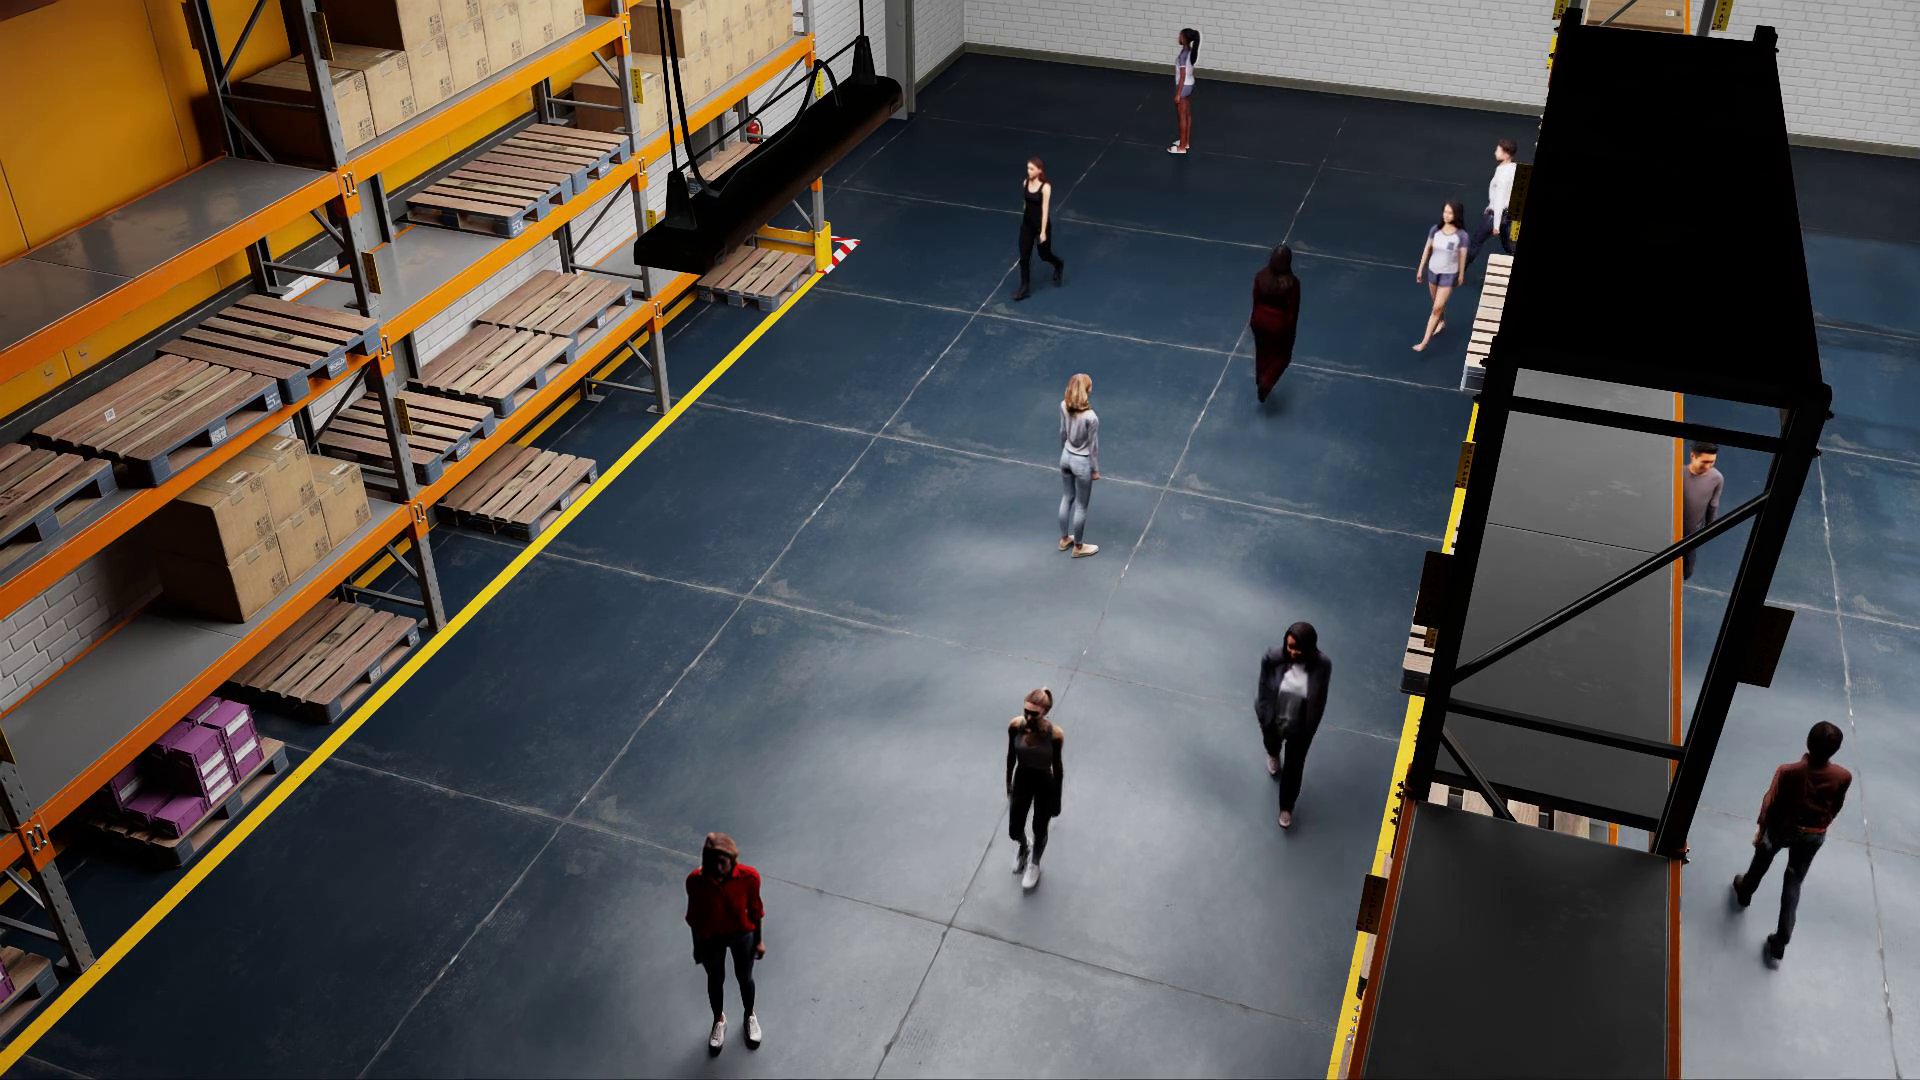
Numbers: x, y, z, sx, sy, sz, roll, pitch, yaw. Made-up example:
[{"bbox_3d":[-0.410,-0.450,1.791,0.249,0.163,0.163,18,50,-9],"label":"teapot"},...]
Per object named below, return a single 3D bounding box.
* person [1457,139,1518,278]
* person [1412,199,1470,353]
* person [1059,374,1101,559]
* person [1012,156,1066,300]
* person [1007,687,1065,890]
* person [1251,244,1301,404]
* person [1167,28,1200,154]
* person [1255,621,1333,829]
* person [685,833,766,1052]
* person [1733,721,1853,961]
[{"bbox_3d":[6.325,-3.689,19.195,1.067,1.811,1.288,29,43,36],"label":"person"},{"bbox_3d":[5.315,-2.927,18.189,0.896,1.655,1.186,27,42,34],"label":"person"},{"bbox_3d":[1.037,-0.663,14.655,0.679,1.796,0.668,-24,41,-32],"label":"person"},{"bbox_3d":[0.940,-3.626,19.231,0.872,1.667,1.145,28,43,35],"label":"person"},{"bbox_3d":[0.541,1.630,11.300,0.574,1.692,0.601,10,35,15],"label":"person"},{"bbox_3d":[3.148,-2.148,16.939,0.765,1.742,0.887,20,39,28],"label":"person"},{"bbox_3d":[3.114,-6.261,23.144,0.671,1.721,0.478,13,36,19],"label":"person"},{"bbox_3d":[2.373,1.217,12.030,0.748,1.571,1.109,6,34,9],"label":"person"},{"bbox_3d":[-1.412,2.414,10.108,0.688,1.705,0.676,-5,34,-7],"label":"person"},{"bbox_3d":[5.441,1.950,10.766,0.707,1.750,1.029,8,34,12],"label":"person"}]
